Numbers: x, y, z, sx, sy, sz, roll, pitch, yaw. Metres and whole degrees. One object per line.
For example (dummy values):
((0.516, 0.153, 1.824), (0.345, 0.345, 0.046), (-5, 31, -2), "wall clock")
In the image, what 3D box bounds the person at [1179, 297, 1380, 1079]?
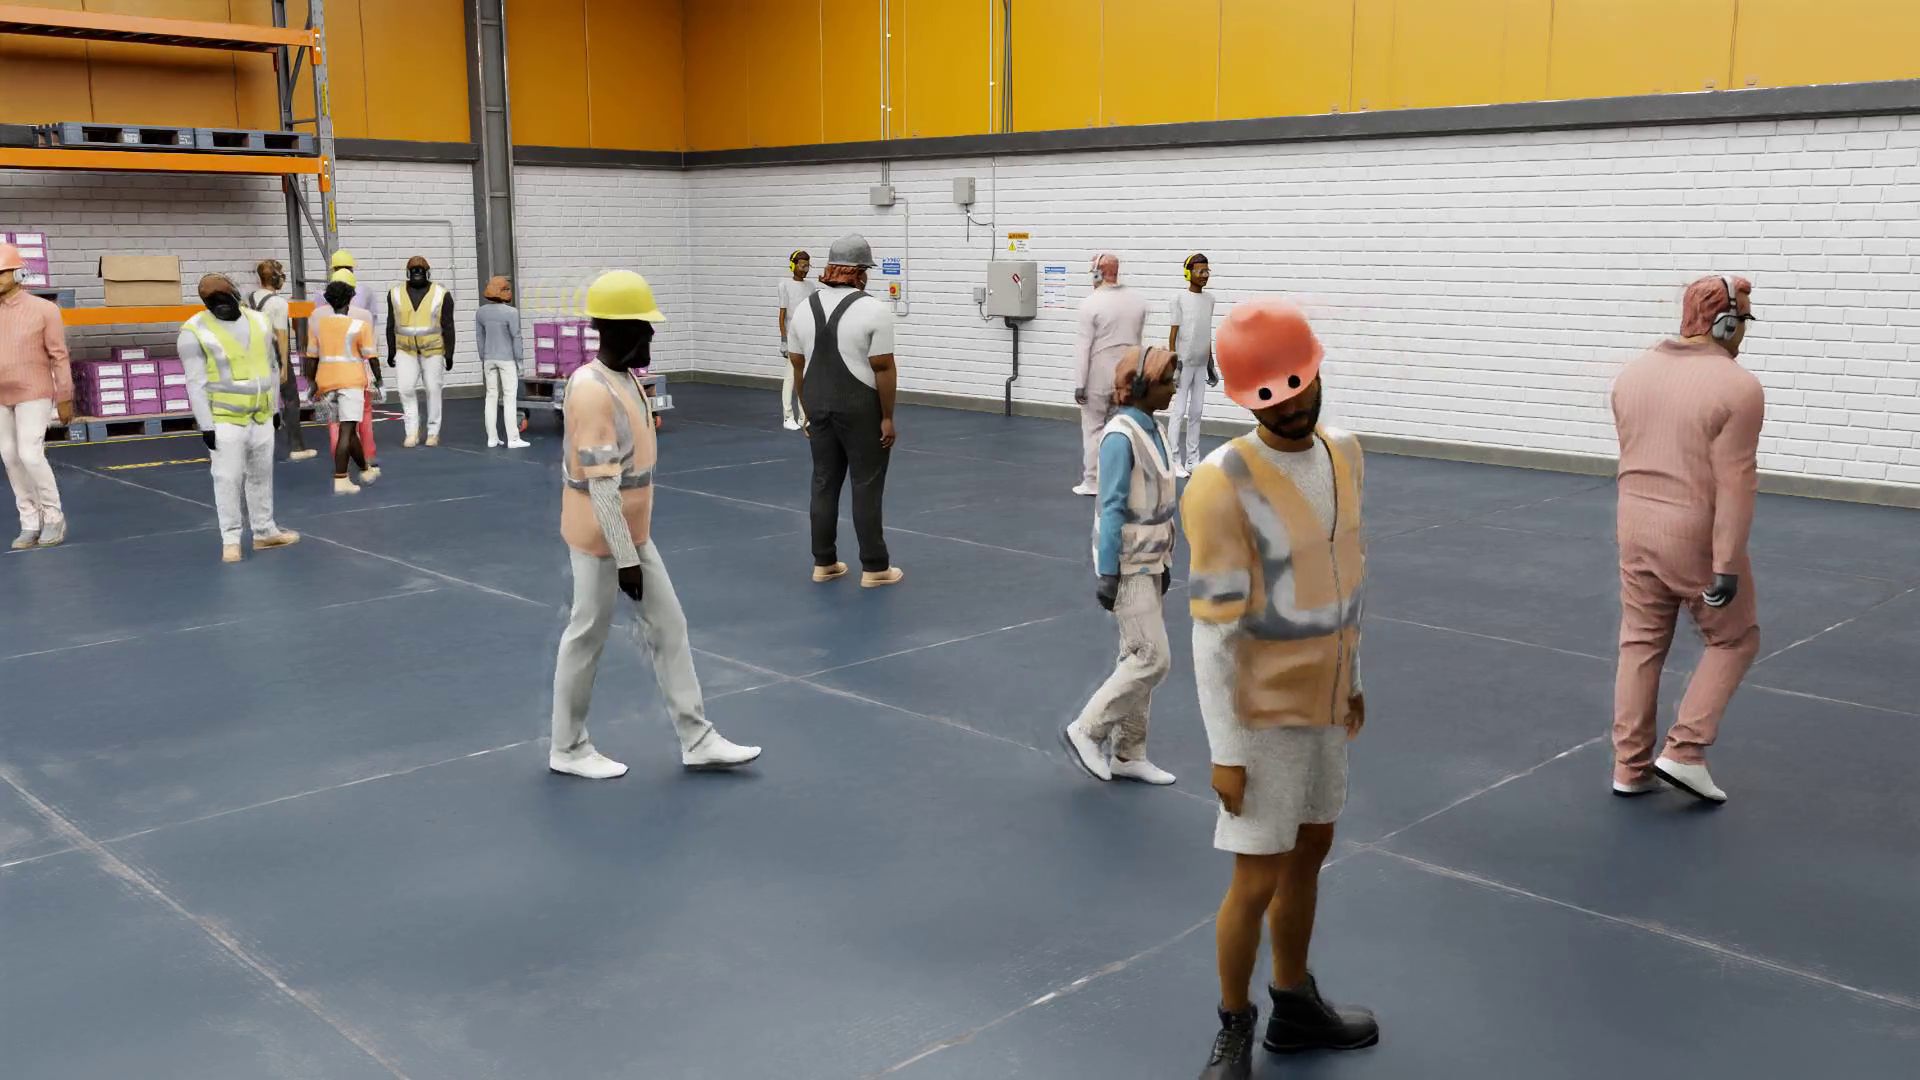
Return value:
((0.789, 0.384, 3.891), (0.686, 1.893, 0.347), (-9, 14, -41), "person")

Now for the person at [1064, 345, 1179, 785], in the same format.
((0.653, 0.109, 6.043), (0.361, 1.626, 0.524), (4, 11, 22), "person")

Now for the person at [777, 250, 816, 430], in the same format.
((-1.677, -2.088, 17.418), (0.329, 1.864, 0.508), (9, 14, 41), "person")

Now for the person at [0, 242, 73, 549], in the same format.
((-6.081, -0.914, 10.700), (0.621, 1.972, 0.449), (0, 10, 2), "person")

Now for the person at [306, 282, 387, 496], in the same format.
((-4.823, -1.213, 13.191), (0.567, 1.644, 0.845), (3, 11, 16), "person")

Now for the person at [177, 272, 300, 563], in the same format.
((-4.467, -0.770, 10.427), (0.436, 1.800, 0.775), (5, 12, 28), "person")

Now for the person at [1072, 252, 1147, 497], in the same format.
((1.147, -1.250, 12.752), (0.661, 1.890, 0.640), (-7, 12, -32), "person")

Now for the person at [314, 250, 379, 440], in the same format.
((-5.825, -1.808, 15.833), (0.608, 1.888, 0.865), (-9, 14, -40), "person")

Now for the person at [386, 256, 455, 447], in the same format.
((-5.143, -1.781, 15.845), (0.661, 1.820, 0.636), (-1, 10, -7), "person")

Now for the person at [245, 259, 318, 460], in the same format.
((-6.165, -1.578, 14.762), (0.520, 1.822, 0.837), (5, 11, 25), "person")

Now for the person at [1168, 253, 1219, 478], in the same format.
((1.964, -1.465, 13.997), (0.518, 1.874, 0.327), (-7, 13, -35), "person")

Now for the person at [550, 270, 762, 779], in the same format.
((-1.145, -0.025, 6.077), (0.907, 1.884, 0.607), (1, 10, 5), "person")

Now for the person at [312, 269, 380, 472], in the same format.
((-5.230, -1.431, 14.196), (0.533, 1.734, 0.801), (-1, 10, -7), "person")

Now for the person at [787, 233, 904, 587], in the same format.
((-0.624, -0.758, 9.679), (0.684, 2.000, 0.536), (6, 12, 31), "person")

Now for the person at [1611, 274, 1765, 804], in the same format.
((2.573, 0.010, 5.901), (0.453, 1.886, 0.654), (-5, 12, -27), "person")

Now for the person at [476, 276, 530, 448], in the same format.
((-4.377, -1.692, 15.885), (0.503, 1.633, 0.280), (4, 11, 21), "person")
